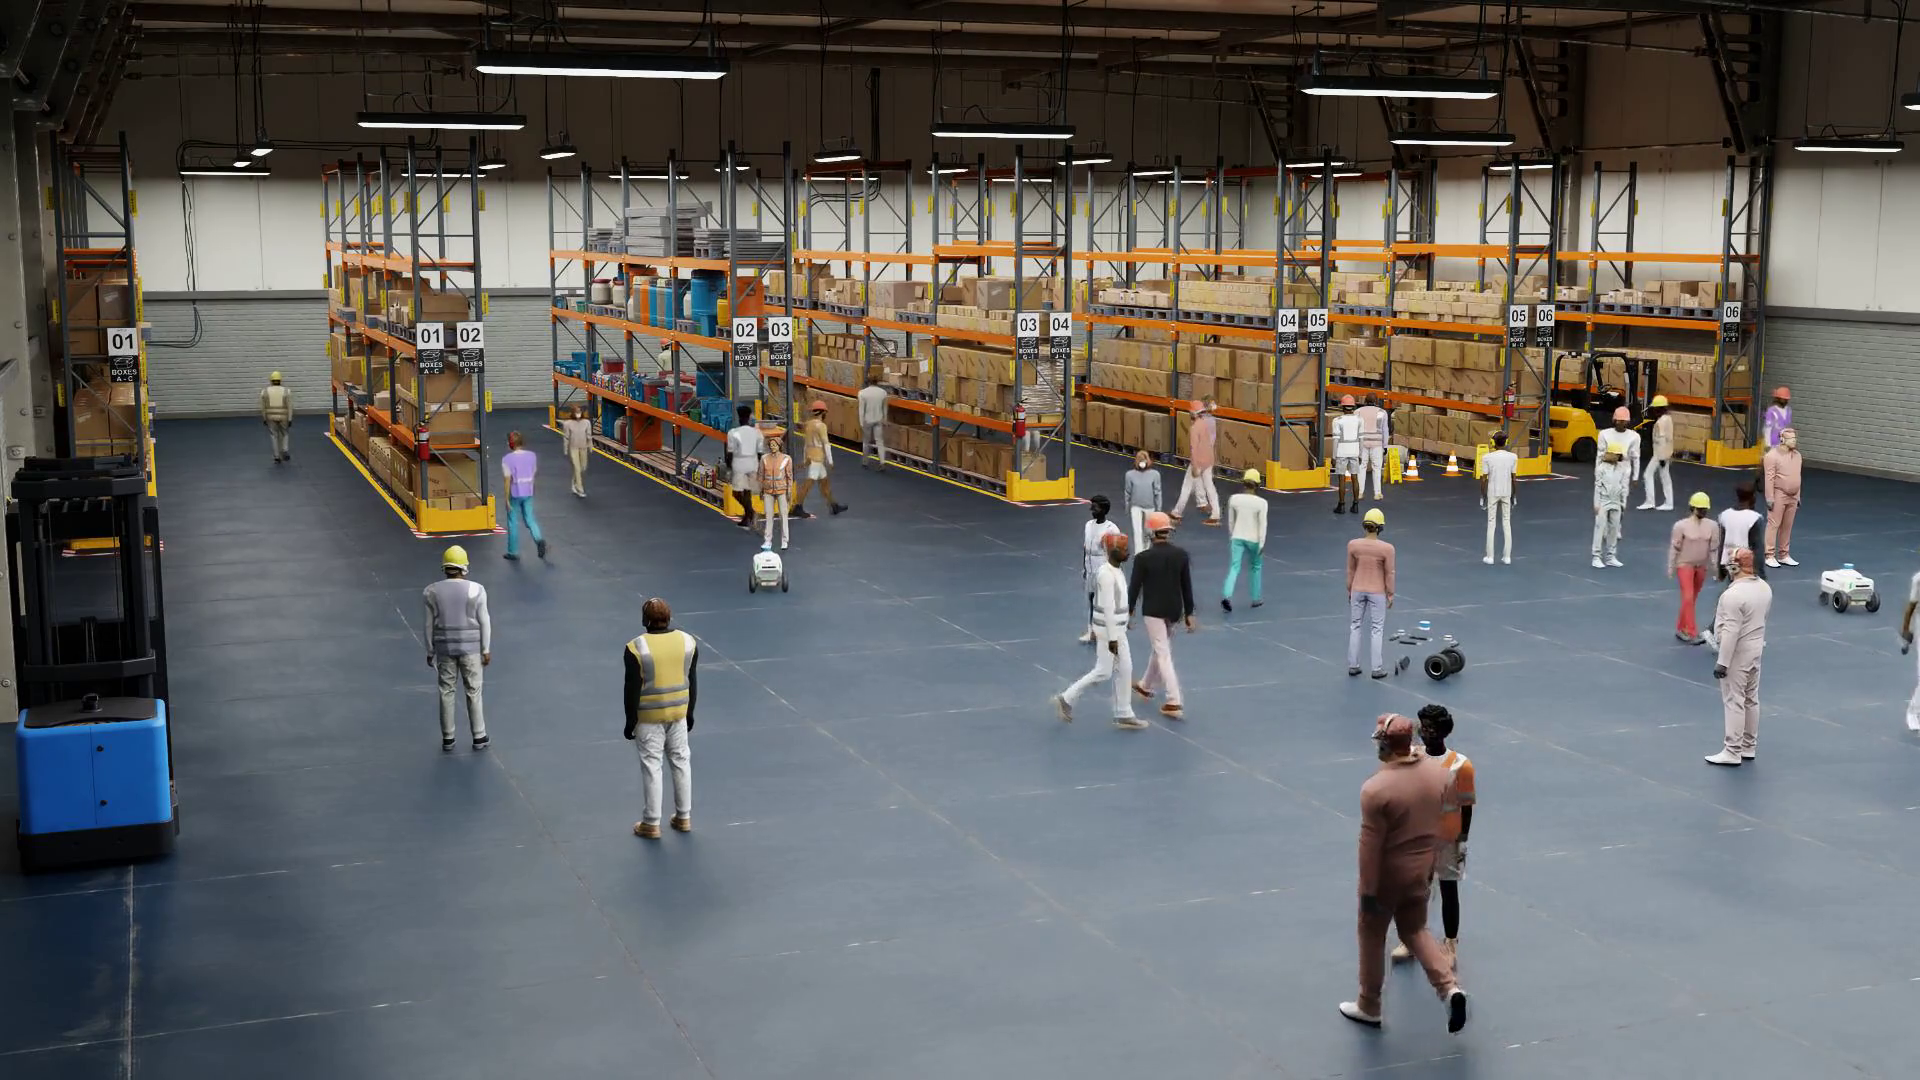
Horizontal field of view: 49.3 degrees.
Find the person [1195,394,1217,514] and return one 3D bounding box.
[{"bbox_3d":[4.037,-1.422,34.325,0.372,1.940,0.627,2,9,15],"label":"person"}]

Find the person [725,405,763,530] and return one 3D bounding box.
[{"bbox_3d":[-3.285,-1.106,32.189,0.624,1.950,0.703,-6,10,-35],"label":"person"}]

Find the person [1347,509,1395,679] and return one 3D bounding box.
[{"bbox_3d":[4.274,0.547,21.805,0.517,1.757,0.336,5,10,29],"label":"person"}]

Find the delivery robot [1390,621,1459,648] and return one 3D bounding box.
[{"bbox_3d":[4.872,0.969,21.944,0.698,0.223,0.335,6,10,34],"label":"delivery robot"}]

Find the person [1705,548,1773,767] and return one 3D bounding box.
[{"bbox_3d":[6.770,1.009,18.252,0.639,1.902,0.407,-8,11,-42],"label":"person"}]

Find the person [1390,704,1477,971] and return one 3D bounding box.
[{"bbox_3d":[2.986,1.864,13.219,0.537,1.695,0.320,8,11,41],"label":"person"}]

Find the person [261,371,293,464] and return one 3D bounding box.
[{"bbox_3d":[-13.515,-2.437,41.499,0.597,1.809,0.617,-2,9,-11],"label":"person"}]

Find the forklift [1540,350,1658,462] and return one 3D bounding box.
[{"bbox_3d":[12.897,-2.725,42.309,2.313,2.155,1.214,-3,9,-21],"label":"forklift"}]

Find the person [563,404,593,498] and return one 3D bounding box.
[{"bbox_3d":[-6.656,-1.572,36.398,0.505,1.611,0.693,-5,10,-32],"label":"person"}]

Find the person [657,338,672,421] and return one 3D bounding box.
[{"bbox_3d":[-7.098,-3.901,50.701,0.407,1.987,0.614,6,11,36],"label":"person"}]

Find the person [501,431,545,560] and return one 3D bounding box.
[{"bbox_3d":[-6.140,-0.619,29.353,0.580,1.825,0.732,-8,11,-42],"label":"person"}]

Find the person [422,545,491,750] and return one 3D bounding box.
[{"bbox_3d":[-4.498,0.961,18.782,0.587,1.835,0.404,0,9,-1],"label":"person"}]

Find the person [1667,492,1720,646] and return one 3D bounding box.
[{"bbox_3d":[8.222,0.326,23.379,0.516,1.714,0.880,-2,9,-10],"label":"person"}]

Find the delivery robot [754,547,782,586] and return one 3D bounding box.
[{"bbox_3d":[-2.487,0.328,27.080,0.477,0.478,0.707,-1,9,-8],"label":"delivery robot"}]

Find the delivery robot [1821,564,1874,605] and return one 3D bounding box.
[{"bbox_3d":[10.889,0.536,25.692,0.477,0.478,0.707,-1,8,-6],"label":"delivery robot"}]

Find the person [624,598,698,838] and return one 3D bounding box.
[{"bbox_3d":[-2.320,1.356,16.127,0.625,1.843,0.430,-6,11,-36],"label":"person"}]

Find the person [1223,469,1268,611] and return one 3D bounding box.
[{"bbox_3d":[3.486,-0.008,25.588,0.532,1.732,0.858,5,10,29],"label":"person"}]

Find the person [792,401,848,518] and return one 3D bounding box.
[{"bbox_3d":[-2.303,-1.307,33.837,1.040,1.867,0.566,-4,9,-25],"label":"person"}]

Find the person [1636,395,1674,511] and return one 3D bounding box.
[{"bbox_3d":[11.474,-1.429,34.512,0.718,1.901,0.602,5,10,30],"label":"person"}]

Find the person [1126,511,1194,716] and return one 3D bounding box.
[{"bbox_3d":[1.913,0.689,20.276,0.637,1.935,1.072,-5,10,-30],"label":"person"}]

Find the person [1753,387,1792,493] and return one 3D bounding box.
[{"bbox_3d":[14.264,-1.738,36.611,0.564,1.894,0.998,-3,9,-19],"label":"person"}]

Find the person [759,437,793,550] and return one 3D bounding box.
[{"bbox_3d":[-2.675,-0.687,30.419,0.510,1.640,0.308,2,9,13],"label":"person"}]

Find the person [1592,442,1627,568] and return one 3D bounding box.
[{"bbox_3d":[8.946,-0.487,28.781,0.489,1.736,0.331,-3,9,-18],"label":"person"}]

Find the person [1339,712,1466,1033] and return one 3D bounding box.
[{"bbox_3d":[2.575,1.935,12.127,0.651,1.880,0.736,-5,10,-31],"label":"person"}]

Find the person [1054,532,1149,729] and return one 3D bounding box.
[{"bbox_3d":[1.327,0.844,19.506,0.806,1.859,0.582,3,9,19],"label":"person"}]

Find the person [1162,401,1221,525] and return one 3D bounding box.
[{"bbox_3d":[3.688,-1.210,32.895,1.008,1.938,0.657,6,11,37],"label":"person"}]

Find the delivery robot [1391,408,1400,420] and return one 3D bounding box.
[{"bbox_3d":[10.000,-2.780,47.805,0.477,0.478,0.707,4,9,26],"label":"delivery robot"}]

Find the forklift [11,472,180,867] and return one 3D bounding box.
[{"bbox_3d":[-6.630,0.886,15.957,1.129,2.768,1.873,-3,9,-21],"label":"forklift"}]

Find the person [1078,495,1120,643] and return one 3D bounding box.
[{"bbox_3d":[1.564,0.336,23.408,0.318,1.697,0.535,-7,11,-40],"label":"person"}]

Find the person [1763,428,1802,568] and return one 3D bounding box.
[{"bbox_3d":[11.358,-0.586,28.846,0.643,1.913,0.410,-5,10,-28],"label":"person"}]

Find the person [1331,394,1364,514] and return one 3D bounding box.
[{"bbox_3d":[6.321,-1.408,34.236,0.547,1.939,0.376,-2,9,-10],"label":"person"}]

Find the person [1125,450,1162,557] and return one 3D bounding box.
[{"bbox_3d":[2.532,-0.458,29.006,0.507,1.602,0.770,0,9,2],"label":"person"}]

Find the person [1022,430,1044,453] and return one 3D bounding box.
[{"bbox_3d":[1.352,-2.224,39.908,0.600,1.868,0.458,-2,9,-12],"label":"person"}]

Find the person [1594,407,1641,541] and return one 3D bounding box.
[{"bbox_3d":[9.782,-0.978,31.135,0.627,2.003,0.833,2,9,14],"label":"person"}]

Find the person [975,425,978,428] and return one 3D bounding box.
[{"bbox_3d":[0.549,-3.500,48.606,0.596,1.816,0.585,-4,9,-25],"label":"person"}]

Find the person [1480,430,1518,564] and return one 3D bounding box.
[{"bbox_3d":[7.486,-0.599,29.113,0.511,1.864,0.324,0,9,3],"label":"person"}]

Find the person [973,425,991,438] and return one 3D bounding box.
[{"bbox_3d":[0.389,-3.263,46.348,0.601,2.021,0.443,-6,11,-37],"label":"person"}]

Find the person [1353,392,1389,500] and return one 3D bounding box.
[{"bbox_3d":[7.049,-1.623,35.991,0.635,1.842,0.429,3,9,19],"label":"person"}]

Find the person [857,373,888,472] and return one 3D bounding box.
[{"bbox_3d":[-1.653,-2.250,40.029,0.638,1.901,1.019,-4,9,-23],"label":"person"}]

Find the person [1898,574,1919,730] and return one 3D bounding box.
[{"bbox_3d":[8.958,0.910,19.223,0.508,1.810,0.954,0,9,-3],"label":"person"}]

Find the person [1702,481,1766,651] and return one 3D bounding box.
[{"bbox_3d":[8.589,0.285,23.112,0.887,1.894,0.592,-2,9,-15],"label":"person"}]
